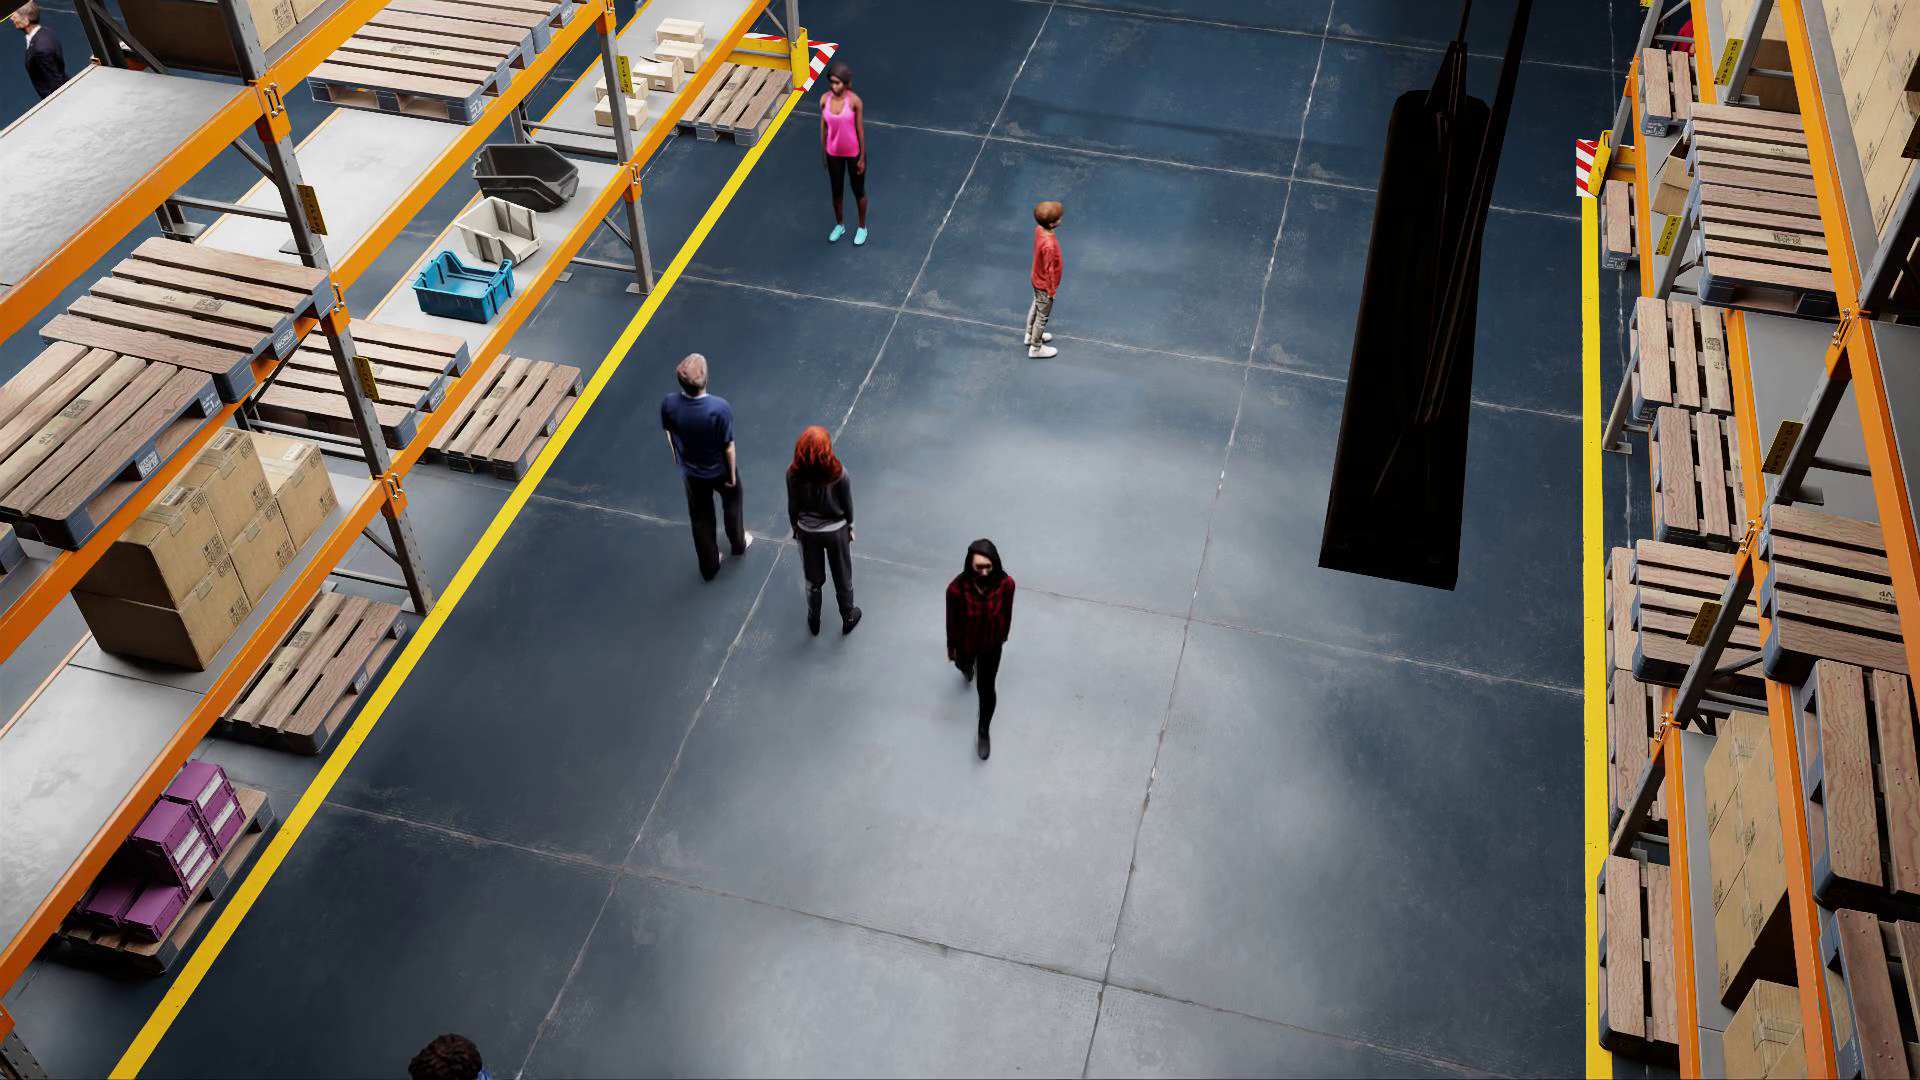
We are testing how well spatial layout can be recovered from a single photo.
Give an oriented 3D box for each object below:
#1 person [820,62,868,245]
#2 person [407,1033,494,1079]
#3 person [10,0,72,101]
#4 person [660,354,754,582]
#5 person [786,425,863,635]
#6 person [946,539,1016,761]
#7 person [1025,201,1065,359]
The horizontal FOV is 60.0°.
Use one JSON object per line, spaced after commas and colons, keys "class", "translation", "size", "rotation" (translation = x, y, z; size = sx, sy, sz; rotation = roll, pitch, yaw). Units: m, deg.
{"class": "person", "translation": [-1.002, -3.395, 14.565], "size": [0.545, 1.725, 0.541], "rotation": [9, 44, 10]}
{"class": "person", "translation": [-2.193, 2.839, 7.969], "size": [0.773, 1.797, 0.744], "rotation": [25, 49, 24]}
{"class": "person", "translation": [-8.239, -4.080, 15.219], "size": [0.842, 1.815, 0.747], "rotation": [-16, 46, -16]}
{"class": "person", "translation": [-1.762, -0.431, 11.358], "size": [0.732, 1.857, 0.778], "rotation": [3, 44, 3]}
{"class": "person", "translation": [-0.909, -0.055, 11.019], "size": [0.615, 1.779, 0.557], "rotation": [3, 44, 3]}
{"class": "person", "translation": [0.082, 0.569, 10.476], "size": [0.849, 1.625, 1.130], "rotation": [-4, 44, -5]}
{"class": "person", "translation": [0.675, -2.113, 13.446], "size": [0.649, 1.413, 0.539], "rotation": [-7, 44, -7]}
